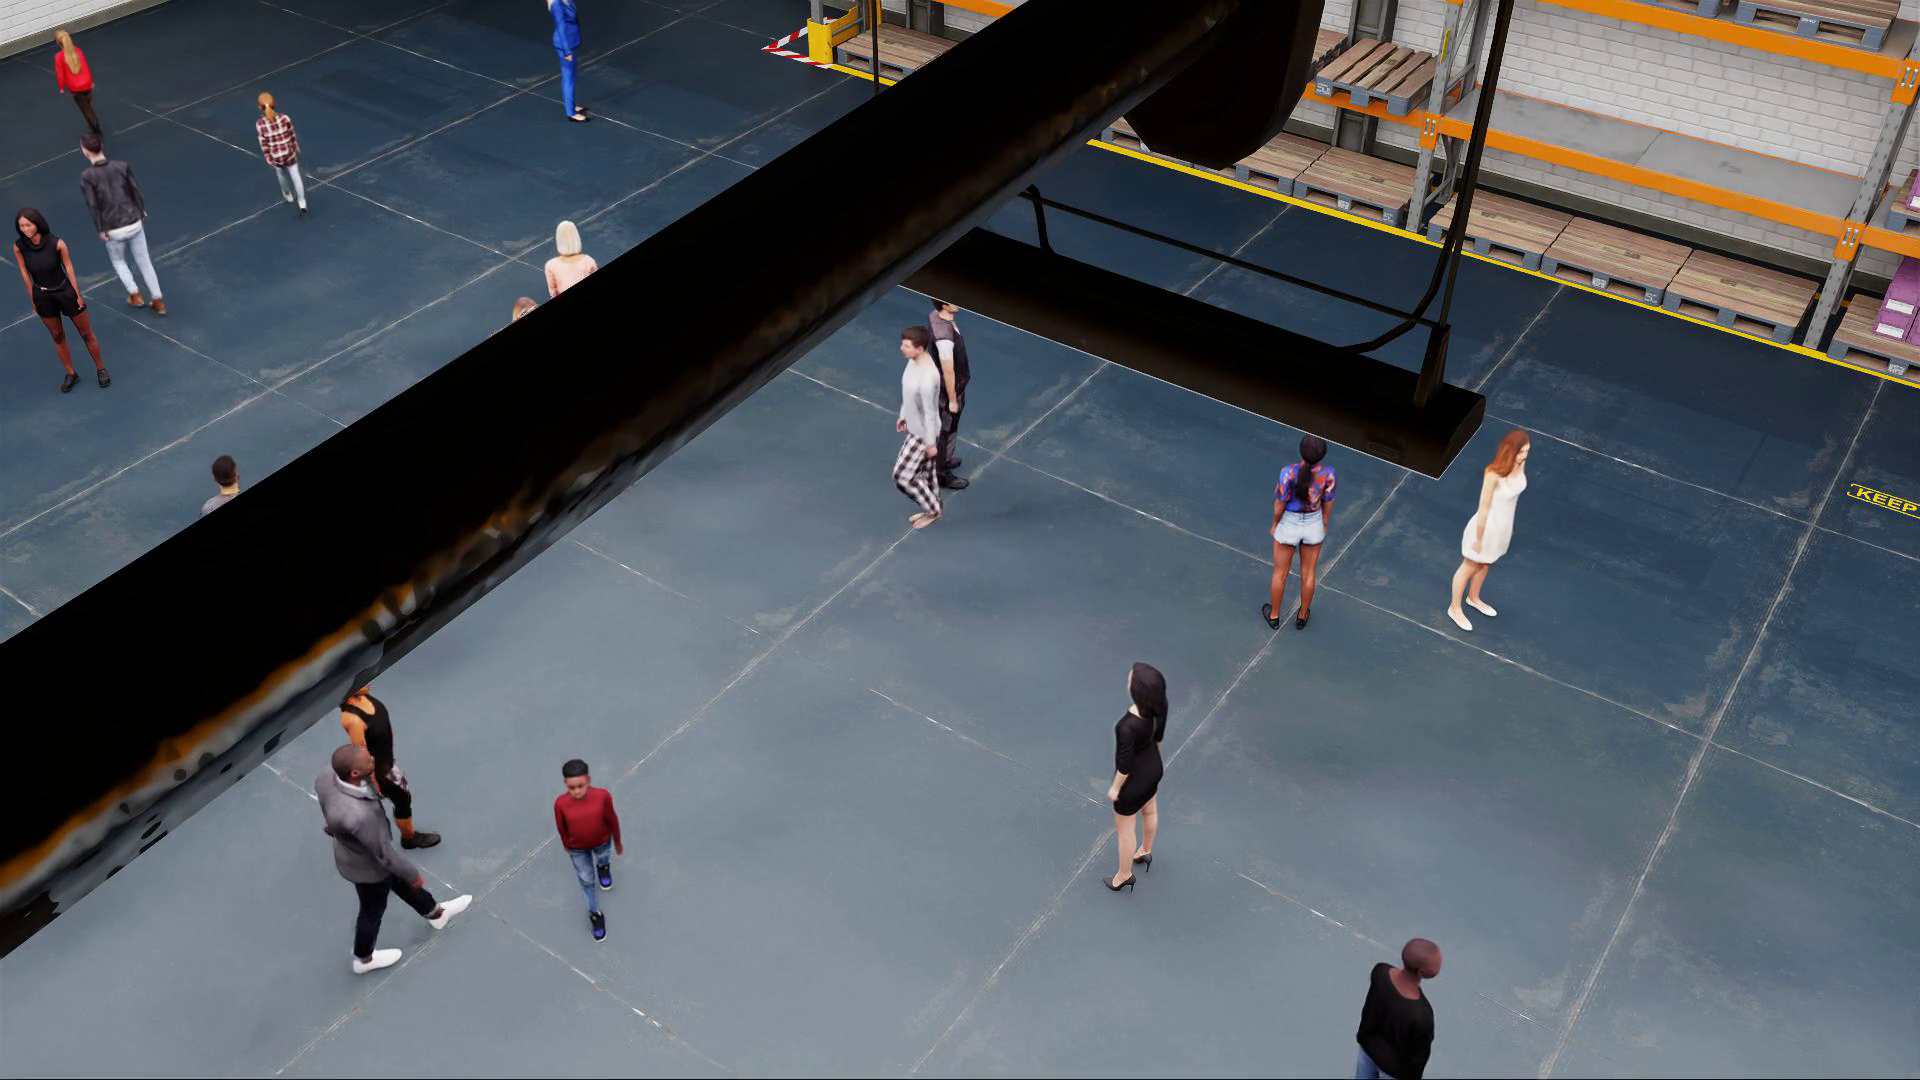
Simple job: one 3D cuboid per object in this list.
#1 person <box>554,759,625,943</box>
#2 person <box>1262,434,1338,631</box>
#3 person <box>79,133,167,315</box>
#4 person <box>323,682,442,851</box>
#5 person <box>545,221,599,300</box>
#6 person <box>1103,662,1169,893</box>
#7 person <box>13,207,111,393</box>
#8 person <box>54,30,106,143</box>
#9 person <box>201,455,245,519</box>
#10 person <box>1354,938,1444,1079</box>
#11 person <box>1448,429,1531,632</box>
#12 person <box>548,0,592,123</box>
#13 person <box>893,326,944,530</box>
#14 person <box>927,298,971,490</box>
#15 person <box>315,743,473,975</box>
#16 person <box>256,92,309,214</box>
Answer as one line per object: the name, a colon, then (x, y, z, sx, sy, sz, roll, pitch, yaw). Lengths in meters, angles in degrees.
person: (-2.279, 1.781, 10.222, 0.824, 1.224, 0.929, -10, 40, -12)
person: (2.476, -0.073, 12.127, 0.631, 1.743, 0.731, 1, 39, 1)
person: (-7.835, -2.921, 15.632, 0.780, 1.820, 0.729, 30, 48, 32)
person: (-3.729, 1.385, 10.375, 0.951, 1.652, 0.940, -11, 40, -13)
person: (-3.315, -1.916, 14.477, 0.948, 1.691, 1.095, -13, 41, -16)
person: (1.085, 1.456, 10.162, 0.513, 1.806, 0.608, 29, 47, 31)
person: (-7.981, -2.136, 14.713, 0.674, 1.741, 0.720, -9, 39, -11)
person: (-9.946, -5.130, 18.840, 0.656, 1.268, 0.505, 21, 43, 24)
person: (-5.014, 0.227, 11.773, 0.991, 1.718, 1.220, -16, 41, -19)
person: (2.235, 2.683, 8.673, 0.738, 1.747, 0.627, -19, 42, -22)
person: (3.896, -0.110, 12.204, 0.624, 1.706, 0.631, -23, 44, -26)
person: (-4.568, -5.696, 19.203, 0.760, 1.700, 0.709, -7, 39, -8)
person: (-0.212, -0.894, 13.079, 0.837, 1.838, 0.779, -6, 39, -7)
person: (-0.122, -1.271, 13.544, 0.803, 1.848, 0.746, -6, 39, -7)
person: (-3.513, 1.893, 9.637, 1.066, 1.779, 1.093, -20, 43, -23)
person: (-7.108, -4.056, 17.478, 0.799, 1.290, 0.967, -16, 41, -19)
